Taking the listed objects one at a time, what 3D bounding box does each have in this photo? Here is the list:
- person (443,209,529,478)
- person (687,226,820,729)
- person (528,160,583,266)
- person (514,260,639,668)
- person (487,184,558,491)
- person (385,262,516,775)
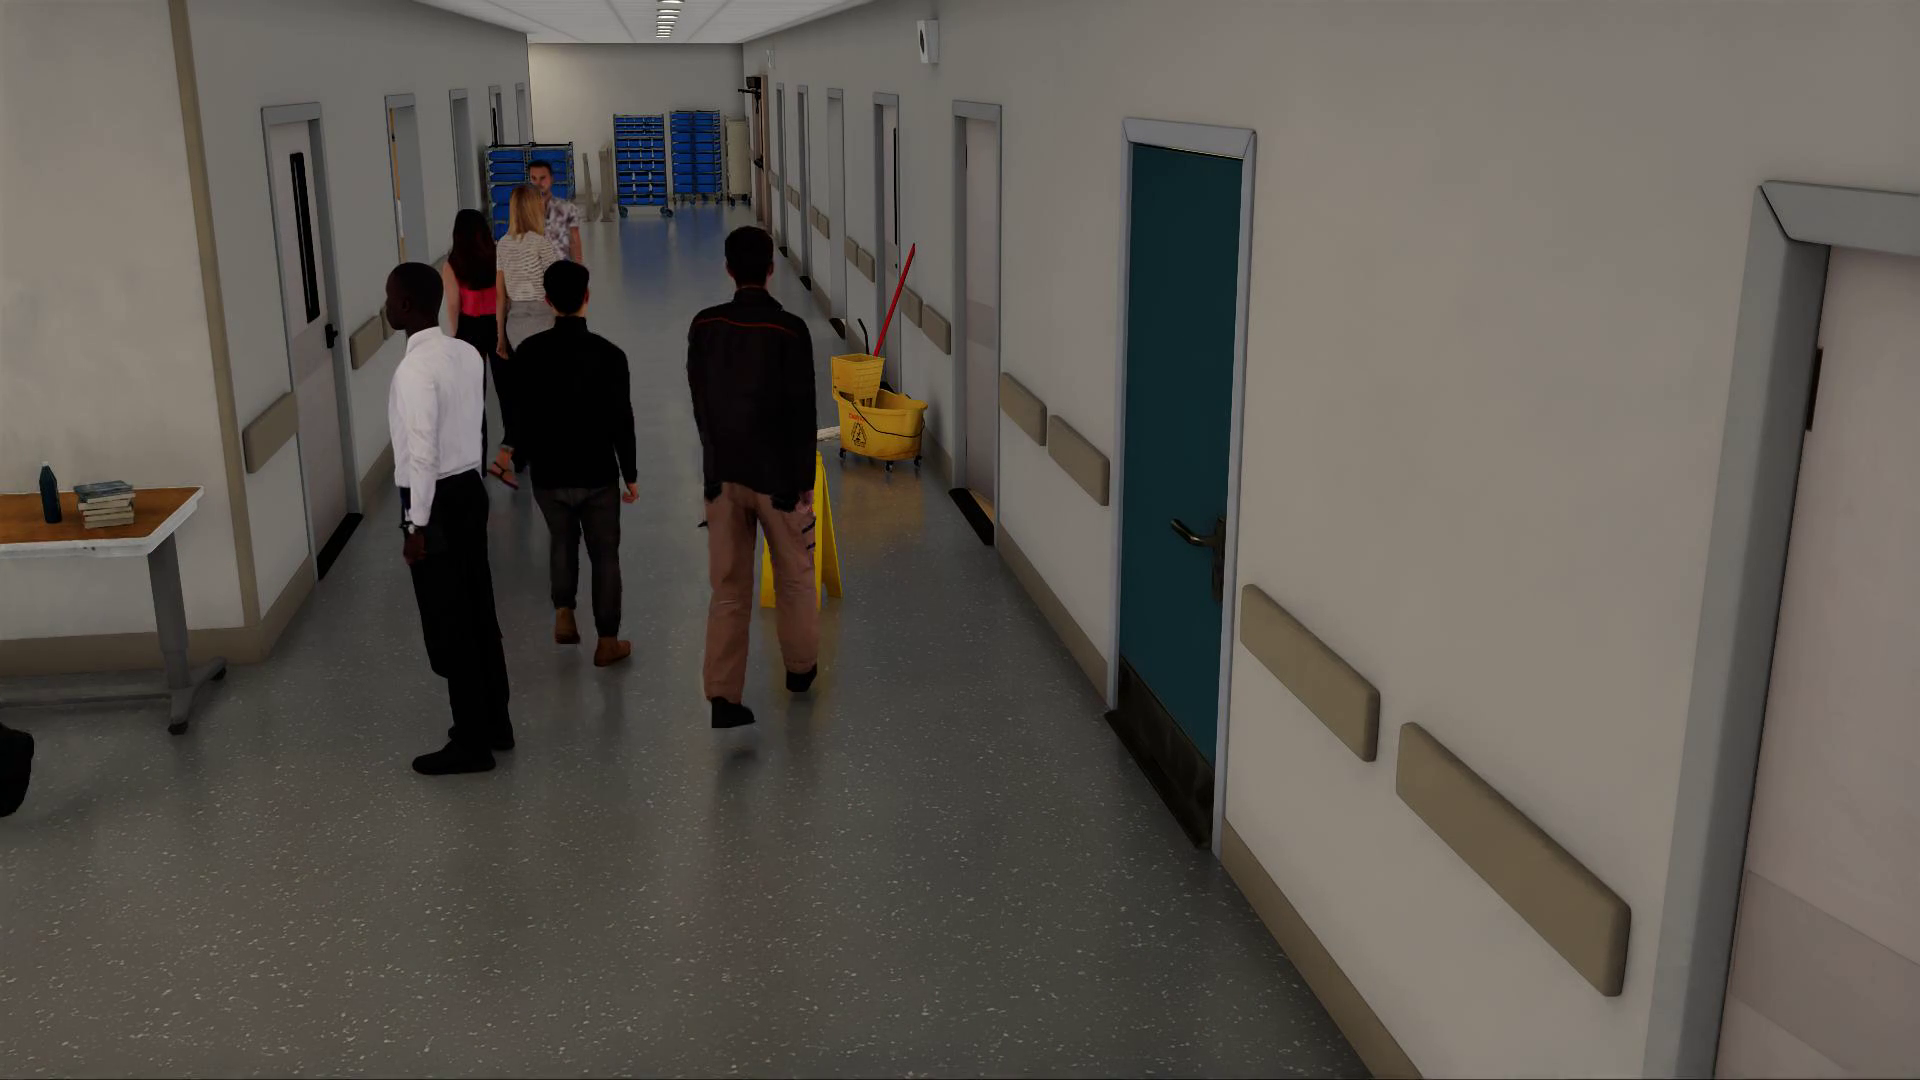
[{"bbox_3d":[-2.973,-1.237,10.419,0.629,1.658,0.578,-6,17,-21],"label":"person"},{"bbox_3d":[-0.818,-0.183,6.266,0.901,1.882,1.266,2,16,8],"label":"person"},{"bbox_3d":[-3.223,-2.091,13.206,0.747,1.789,0.977,-1,16,-4],"label":"person"},{"bbox_3d":[-1.642,-0.296,6.984,0.725,1.711,0.691,2,16,8],"label":"person"},{"bbox_3d":[-2.620,-1.182,9.985,1.046,1.788,1.252,7,17,23],"label":"person"},{"bbox_3d":[-1.841,-0.071,5.959,0.771,1.834,0.599,3,16,9],"label":"person"}]
